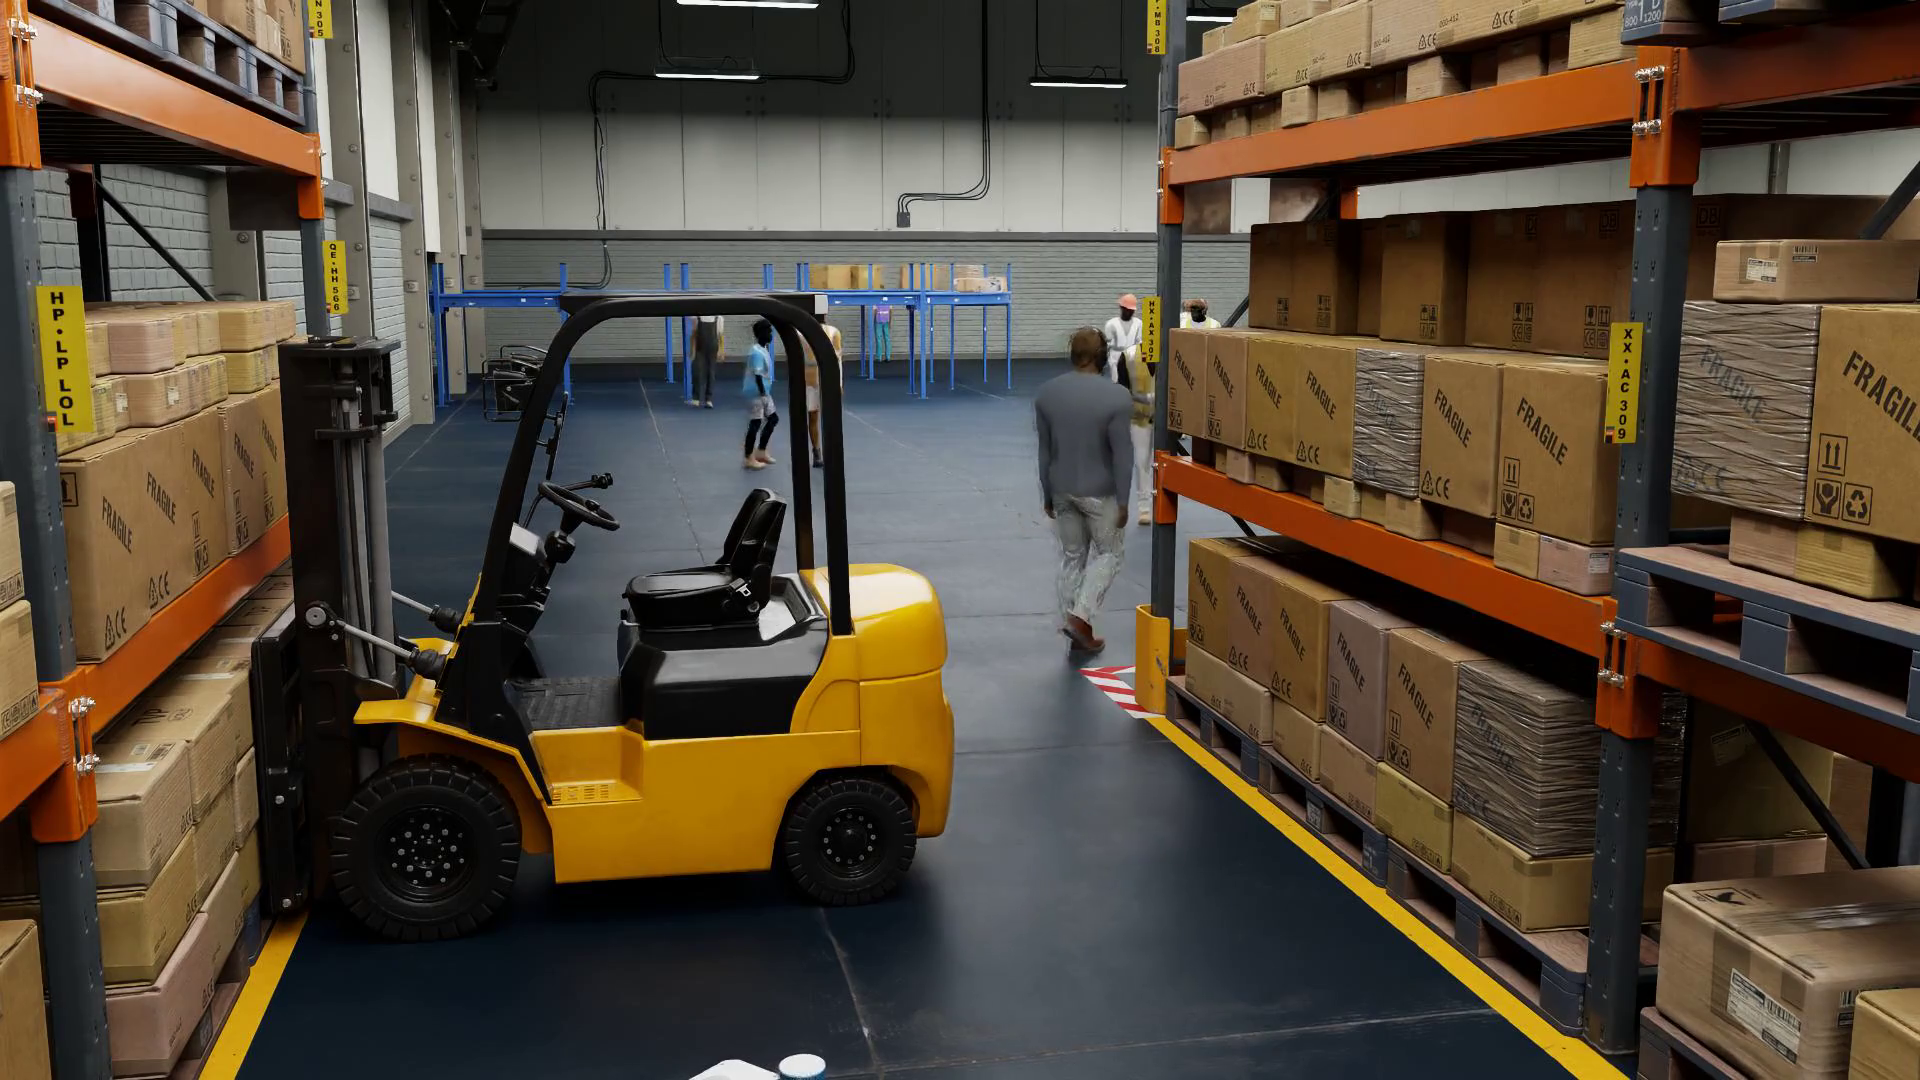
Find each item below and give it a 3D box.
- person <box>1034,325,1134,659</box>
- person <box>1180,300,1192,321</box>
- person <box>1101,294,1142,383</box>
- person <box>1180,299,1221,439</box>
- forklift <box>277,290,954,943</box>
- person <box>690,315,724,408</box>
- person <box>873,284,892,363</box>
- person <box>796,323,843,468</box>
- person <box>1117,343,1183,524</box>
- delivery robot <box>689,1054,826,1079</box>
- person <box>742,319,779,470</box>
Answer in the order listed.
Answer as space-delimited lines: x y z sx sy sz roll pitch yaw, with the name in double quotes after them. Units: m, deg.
0.703 -0.262 9.514 0.629 1.925 0.479 6 11 32 "person"
4.480 -3.971 33.104 0.537 1.587 0.874 -6 11 -31 "person"
2.246 -2.454 23.018 0.585 1.882 1.014 -1 9 -8 "person"
3.111 -2.232 21.769 0.626 1.839 0.430 2 10 14 "person"
-1.179 0.175 6.143 2.313 2.155 1.214 -2 10 -12 "forklift"
-4.045 -3.018 26.654 0.533 1.804 0.488 -2 9 -11 "person"
-1.864 -5.146 39.500 0.563 1.847 0.394 -6 11 -31 "person"
-1.607 -1.753 18.602 0.576 1.912 0.693 0 9 -2 "person"
1.656 -1.022 14.448 0.640 1.818 0.719 1 9 9 "person"
-0.337 1.362 3.607 0.707 0.478 0.477 7 12 35 "delivery robot"
-2.206 -1.626 18.546 0.466 1.675 0.571 0 9 1 "person"
